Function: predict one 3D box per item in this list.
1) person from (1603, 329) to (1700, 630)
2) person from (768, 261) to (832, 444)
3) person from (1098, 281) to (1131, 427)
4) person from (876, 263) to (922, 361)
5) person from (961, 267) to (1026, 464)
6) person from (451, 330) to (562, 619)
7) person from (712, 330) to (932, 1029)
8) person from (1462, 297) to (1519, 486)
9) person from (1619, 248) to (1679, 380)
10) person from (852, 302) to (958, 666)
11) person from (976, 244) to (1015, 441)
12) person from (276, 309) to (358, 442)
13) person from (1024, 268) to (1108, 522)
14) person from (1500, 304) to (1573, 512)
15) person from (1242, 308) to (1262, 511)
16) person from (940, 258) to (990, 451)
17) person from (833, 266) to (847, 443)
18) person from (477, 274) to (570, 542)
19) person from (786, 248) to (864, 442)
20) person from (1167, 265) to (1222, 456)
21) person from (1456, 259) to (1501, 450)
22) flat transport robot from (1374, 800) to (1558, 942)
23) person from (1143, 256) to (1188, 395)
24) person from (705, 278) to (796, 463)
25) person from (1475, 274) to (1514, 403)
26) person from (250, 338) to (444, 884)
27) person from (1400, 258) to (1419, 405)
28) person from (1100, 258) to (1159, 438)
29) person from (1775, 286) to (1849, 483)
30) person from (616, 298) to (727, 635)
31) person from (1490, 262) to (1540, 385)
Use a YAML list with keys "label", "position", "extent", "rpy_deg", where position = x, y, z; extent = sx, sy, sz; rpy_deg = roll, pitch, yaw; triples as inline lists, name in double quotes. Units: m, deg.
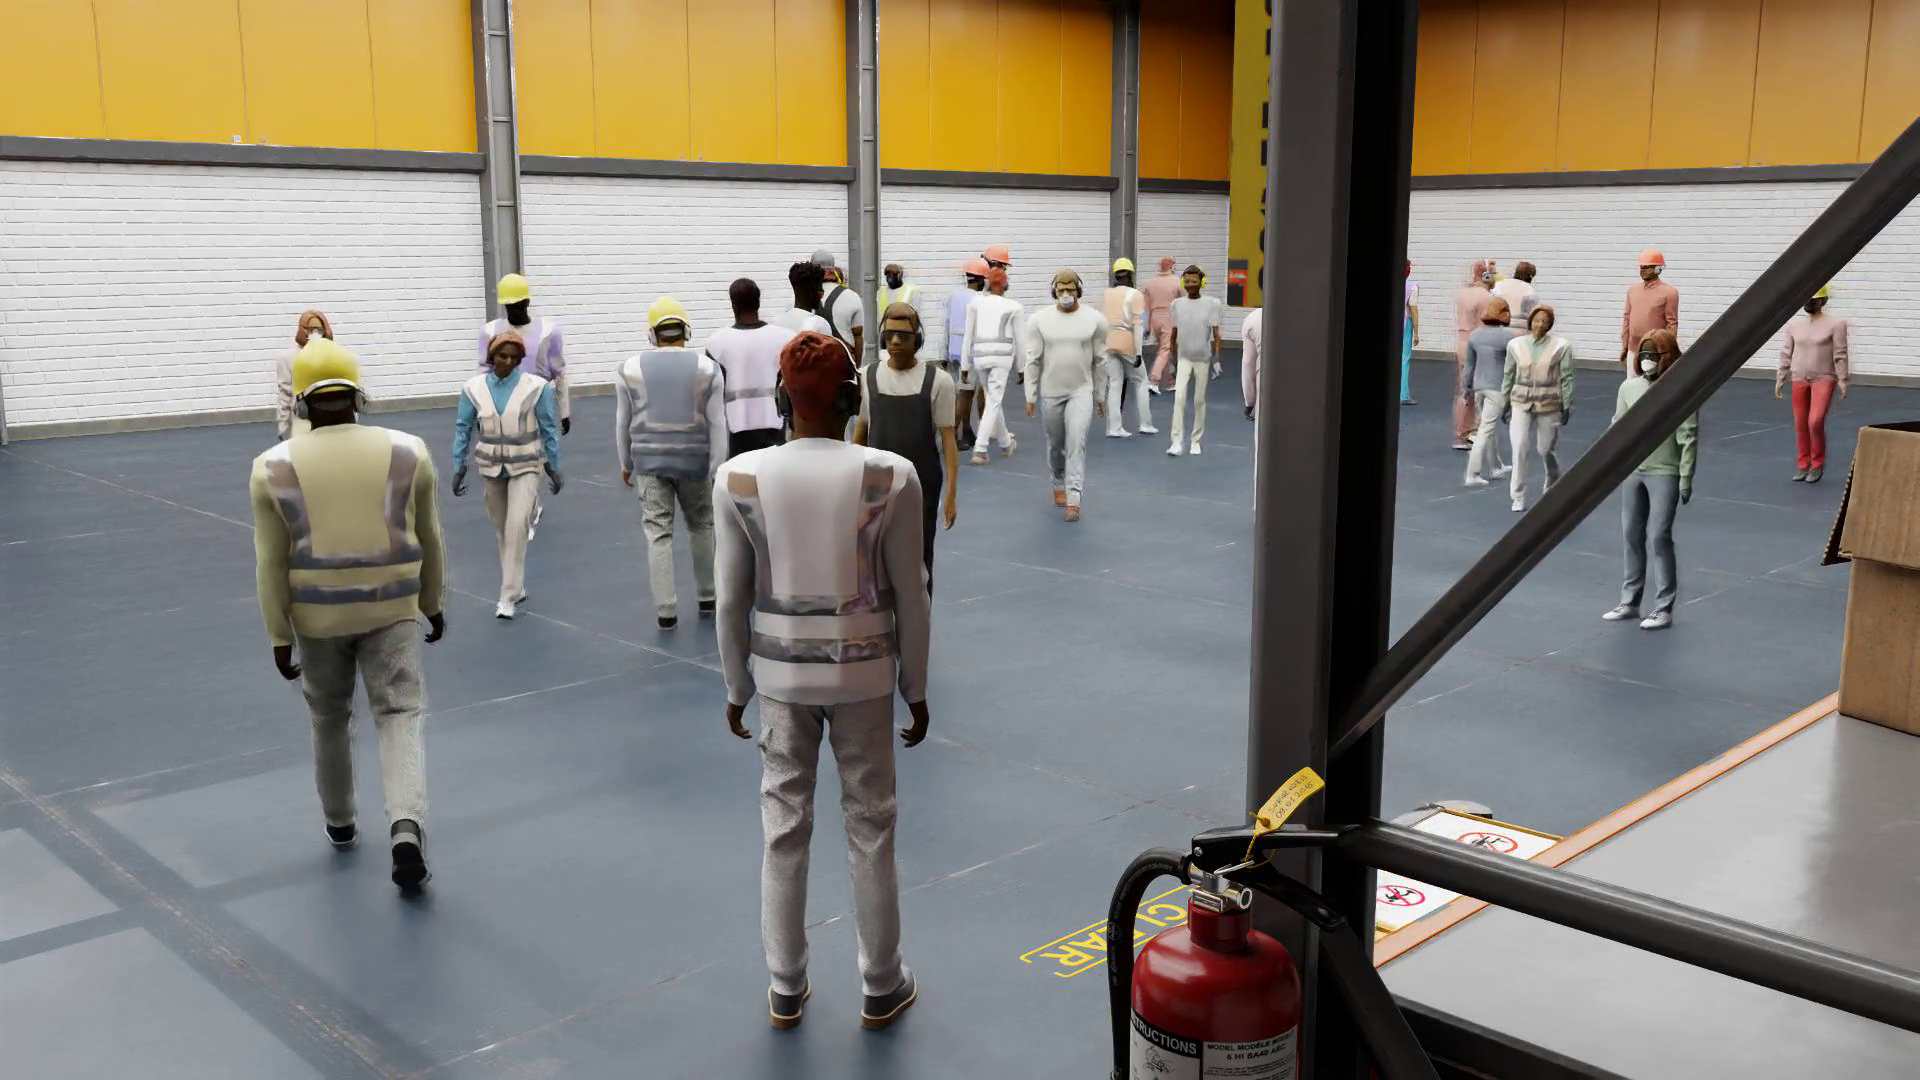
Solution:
- label: "person"
  position: [3.765, -0.337, 9.124]
  extent: [0.330, 1.631, 0.517]
  rpy_deg: [-6, 12, -28]
- label: "person"
  position: [-1.044, -0.883, 11.166]
  extent: [0.614, 1.962, 0.366]
  rpy_deg: [10, 14, 43]
- label: "person"
  position: [1.769, -2.098, 18.633]
  extent: [0.530, 1.633, 0.882]
  rpy_deg: [0, 10, -2]
- label: "person"
  position: [-0.711, -2.396, 19.831]
  extent: [0.622, 1.814, 0.729]
  rpy_deg: [5, 11, 24]
- label: "person"
  position: [0.326, -1.654, 15.755]
  extent: [0.580, 1.832, 0.976]
  rpy_deg: [5, 12, 26]
- label: "person"
  position: [-2.553, -0.358, 9.279]
  extent: [0.563, 1.593, 0.801]
  rpy_deg: [1, 10, 5]
- label: "person"
  position: [-0.359, 0.387, 4.453]
  extent: [0.573, 1.886, 0.353]
  rpy_deg: [1, 10, 5]
- label: "person"
  position: [4.634, -1.272, 14.294]
  extent: [0.811, 1.600, 0.507]
  rpy_deg: [-6, 12, -31]
- label: "person"
  position: [7.044, -1.982, 17.072]
  extent: [0.390, 1.995, 0.613]
  rpy_deg: [-6, 12, -29]
- label: "person"
  position: [-0.283, -0.211, 7.928]
  extent: [0.539, 1.805, 0.905]
  rpy_deg: [1, 10, 4]
- label: "person"
  position: [0.357, -2.055, 17.361]
  extent: [0.381, 2.039, 0.606]
  rpy_deg: [-3, 11, -15]
- label: "person"
  position: [-4.468, -0.792, 11.584]
  extent: [0.533, 1.618, 0.345]
  rpy_deg: [-4, 11, -22]
- label: "person"
  position: [0.814, -1.135, 12.764]
  extent: [0.631, 1.897, 0.987]
  rpy_deg: [1, 10, 6]
- label: "person"
  position: [4.531, -1.051, 13.044]
  extent: [0.528, 1.616, 0.713]
  rpy_deg: [5, 12, 26]
- label: "person"
  position: [2.375, -1.029, 12.116]
  extent: [0.639, 1.911, 0.406]
  rpy_deg: [4, 11, 21]
- label: "person"
  position: [0.134, -1.828, 16.486]
  extent: [0.768, 1.896, 0.560]
  rpy_deg: [-8, 13, -38]
- label: "person"
  position: [-1.042, -1.821, 16.663]
  extent: [0.761, 1.833, 0.542]
  rpy_deg: [-6, 12, -29]
- label: "person"
  position: [-3.123, -0.969, 11.932]
  extent: [0.611, 1.874, 0.995]
  rpy_deg: [0, 10, -2]
- label: "person"
  position: [-1.200, -1.611, 14.928]
  extent: [0.689, 2.000, 0.537]
  rpy_deg: [-1, 10, -3]
- label: "person"
  position: [2.252, -1.703, 15.986]
  extent: [0.543, 1.834, 0.881]
  rpy_deg: [3, 11, 14]
- label: "person"
  position: [5.178, -1.814, 16.423]
  extent: [0.508, 1.892, 0.672]
  rpy_deg: [-1, 10, -6]
- label: "flat transport robot"
  position: [1.420, 1.096, 4.998]
  extent: [0.652, 0.197, 1.431]
  rpy_deg: [10, 14, 42]
- label: "person"
  position: [2.784, -2.891, 22.442]
  extent: [0.638, 1.867, 1.002]
  rpy_deg: [10, 14, 43]
- label: "person"
  position: [-1.287, -0.703, 10.463]
  extent: [0.600, 1.856, 1.050]
  rpy_deg: [-2, 11, -8]
- label: "person"
  position: [6.835, -2.577, 21.151]
  extent: [0.883, 1.691, 0.495]
  rpy_deg: [-4, 11, -22]
- label: "person"
  position: [-2.008, 0.235, 5.530]
  extent: [0.595, 1.803, 0.834]
  rpy_deg: [-4, 11, -21]
- label: "person"
  position: [5.518, -2.619, 20.946]
  extent: [0.388, 1.849, 0.564]
  rpy_deg: [-9, 13, -39]
- label: "person"
  position: [1.772, -2.035, 17.658]
  extent: [0.604, 1.888, 0.728]
  rpy_deg: [10, 14, 42]
- label: "person"
  position: [7.324, -1.359, 14.305]
  extent: [0.512, 1.750, 0.573]
  rpy_deg: [-8, 13, -38]
- label: "person"
  position: [-1.572, -0.416, 9.102]
  extent: [0.589, 1.788, 0.767]
  rpy_deg: [-1, 10, -8]
- label: "person"
  position: [6.737, -2.467, 20.278]
  extent: [0.667, 1.821, 0.432]
  rpy_deg: [6, 12, 31]
